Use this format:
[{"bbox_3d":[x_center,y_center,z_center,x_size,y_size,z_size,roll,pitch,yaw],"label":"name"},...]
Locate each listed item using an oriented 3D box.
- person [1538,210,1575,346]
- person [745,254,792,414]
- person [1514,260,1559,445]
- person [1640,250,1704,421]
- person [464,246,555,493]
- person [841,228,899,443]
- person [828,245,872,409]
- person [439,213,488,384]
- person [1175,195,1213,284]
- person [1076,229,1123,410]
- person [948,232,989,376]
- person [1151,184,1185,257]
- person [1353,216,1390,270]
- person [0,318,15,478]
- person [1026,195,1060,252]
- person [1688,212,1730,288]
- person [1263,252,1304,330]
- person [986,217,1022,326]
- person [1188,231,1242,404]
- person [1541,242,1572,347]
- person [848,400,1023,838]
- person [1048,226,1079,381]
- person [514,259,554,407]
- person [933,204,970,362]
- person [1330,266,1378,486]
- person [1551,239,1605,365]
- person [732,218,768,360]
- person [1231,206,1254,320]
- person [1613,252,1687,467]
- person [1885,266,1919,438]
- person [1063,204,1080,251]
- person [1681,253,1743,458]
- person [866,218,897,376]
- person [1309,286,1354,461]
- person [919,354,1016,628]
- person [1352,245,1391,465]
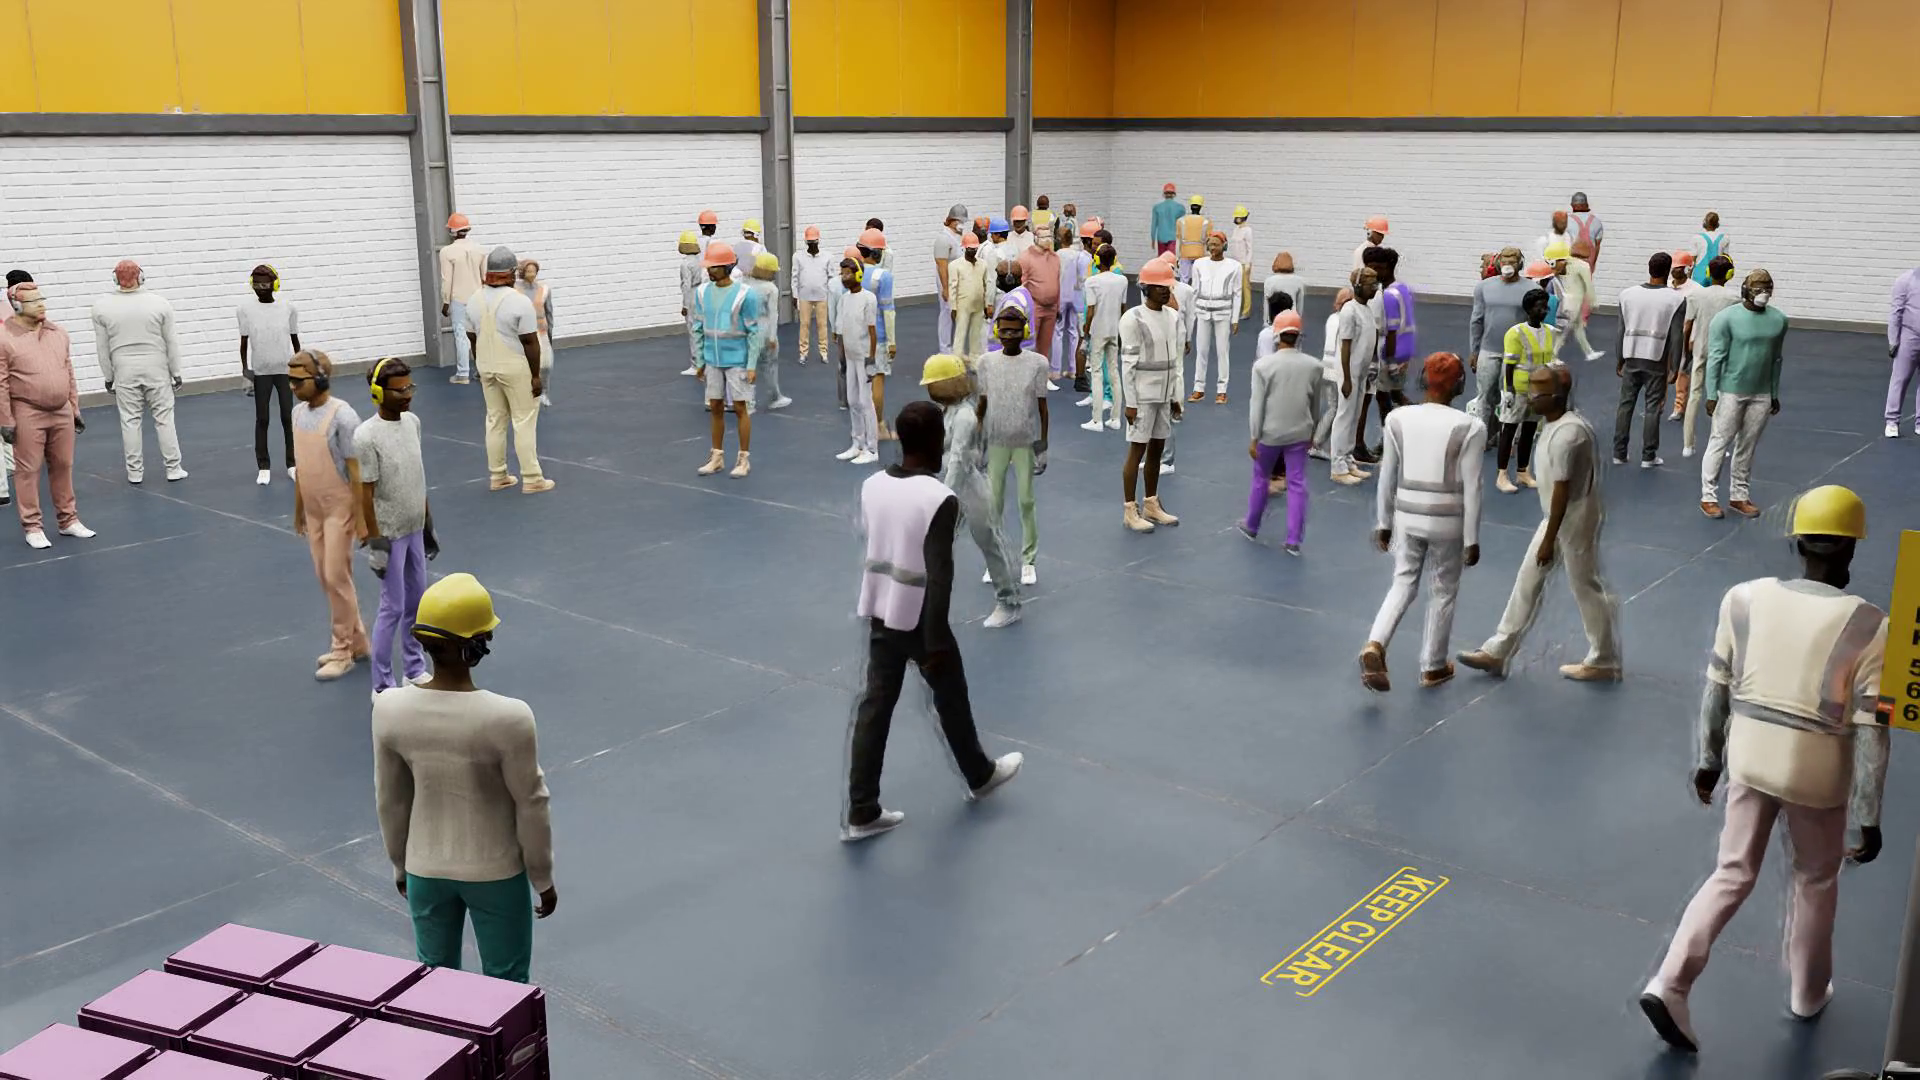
[{"bbox_3d":[8.218,-3.645,23.106,0.580,1.861,0.741,-6,15,-22],"label":"person"},{"bbox_3d":[-2.080,-2.183,17.621,0.483,1.693,0.833,6,15,22],"label":"person"},{"bbox_3d":[5.468,-1.783,15.879,0.327,1.753,0.563,11,18,38],"label":"person"},{"bbox_3d":[7.377,-2.112,17.194,0.329,1.751,0.571,-9,17,-31],"label":"person"},{"bbox_3d":[-3.713,-1.413,13.821,0.684,2.000,0.538,7,16,25],"label":"person"},{"bbox_3d":[-0.851,-1.966,16.024,0.612,2.041,0.394,11,18,36],"label":"person"},{"bbox_3d":[-1.128,-2.268,17.821,0.563,1.751,0.329,4,15,14],"label":"person"},{"bbox_3d":[-5.849,-2.847,19.641,0.375,1.997,0.612,11,18,38],"label":"person"},{"bbox_3d":[3.733,-4.539,26.582,0.585,1.914,0.398,2,14,10],"label":"person"},{"bbox_3d":[1.526,-2.362,17.851,0.380,1.921,0.596,-8,16,-29],"label":"person"},{"bbox_3d":[0.125,-2.818,20.014,0.574,1.749,0.333,-9,17,-33],"label":"person"},{"bbox_3d":[3.826,-5.519,30.413,0.625,1.942,0.977,3,14,13],"label":"person"},{"bbox_3d":[4.755,-2.763,19.329,0.399,1.984,0.609,9,17,33],"label":"person"},{"bbox_3d":[-8.414,-1.400,14.380,0.575,1.740,0.349,12,18,40],"label":"person"},{"bbox_3d":[1.404,-4.977,28.503,0.629,1.833,0.429,2,14,6],"label":"person"},{"bbox_3d":[10.307,-3.594,22.965,0.502,1.837,0.349,2,14,6],"label":"person"},{"bbox_3d":[3.713,-2.511,19.131,0.520,1.586,0.871,-3,14,-11],"label":"person"},{"bbox_3d":[0.502,-2.860,19.814,0.417,1.939,0.605,10,17,36],"label":"person"},{"bbox_3d":[2.782,-2.434,18.222,0.572,1.883,0.353,6,15,23],"label":"person"},{"bbox_3d":[6.097,-2.160,17.224,0.404,1.835,0.588,7,15,24],"label":"person"},{"bbox_3d":[-0.150,0.320,7.238,0.992,1.864,0.615,-13,19,-42],"label":"person"},{"bbox_3d":[1.250,-2.824,19.885,0.511,1.836,0.357,-8,16,-29],"label":"person"},{"bbox_3d":[-4.553,-2.162,17.662,0.530,1.629,0.366,-8,16,-30],"label":"person"},{"bbox_3d":[-0.020,-3.253,21.172,0.536,2.000,0.673,7,16,26],"label":"person"},{"bbox_3d":[3.367,-1.397,14.152,0.350,1.846,0.506,9,17,32],"label":"person"},{"bbox_3d":[7.894,-3.015,21.134,0.860,1.592,0.506,-1,14,-5],"label":"person"},{"bbox_3d":[-2.699,-3.253,21.621,0.596,1.825,0.403,10,17,35],"label":"person"},{"bbox_3d":[4.393,-4.334,26.056,0.329,1.765,0.526,-5,15,-20],"label":"person"},{"bbox_3d":[6.130,-1.600,14.837,0.587,1.912,0.392,12,18,39],"label":"person"},{"bbox_3d":[9.375,-1.939,16.186,0.642,1.913,0.409,2,14,7],"label":"person"},{"bbox_3d":[1.974,-5.161,29.629,0.314,1.634,0.515,4,15,16],"label":"person"},{"bbox_3d":[6.860,-1.668,15.184,0.518,1.874,0.329,12,18,39],"label":"person"},{"bbox_3d":[-0.988,-2.943,20.209,0.398,1.914,0.592,-8,16,-29],"label":"person"},{"bbox_3d":[3.467,-1.473,14.922,0.565,1.605,0.577,-3,14,-12],"label":"person"},{"bbox_3d":[-0.051,-0.270,9.952,0.930,1.676,0.515,-6,15,-23],"label":"person"},{"bbox_3d":[3.647,-1.665,14.989,0.374,1.959,0.608,-1,14,-5],"label":"person"}]
